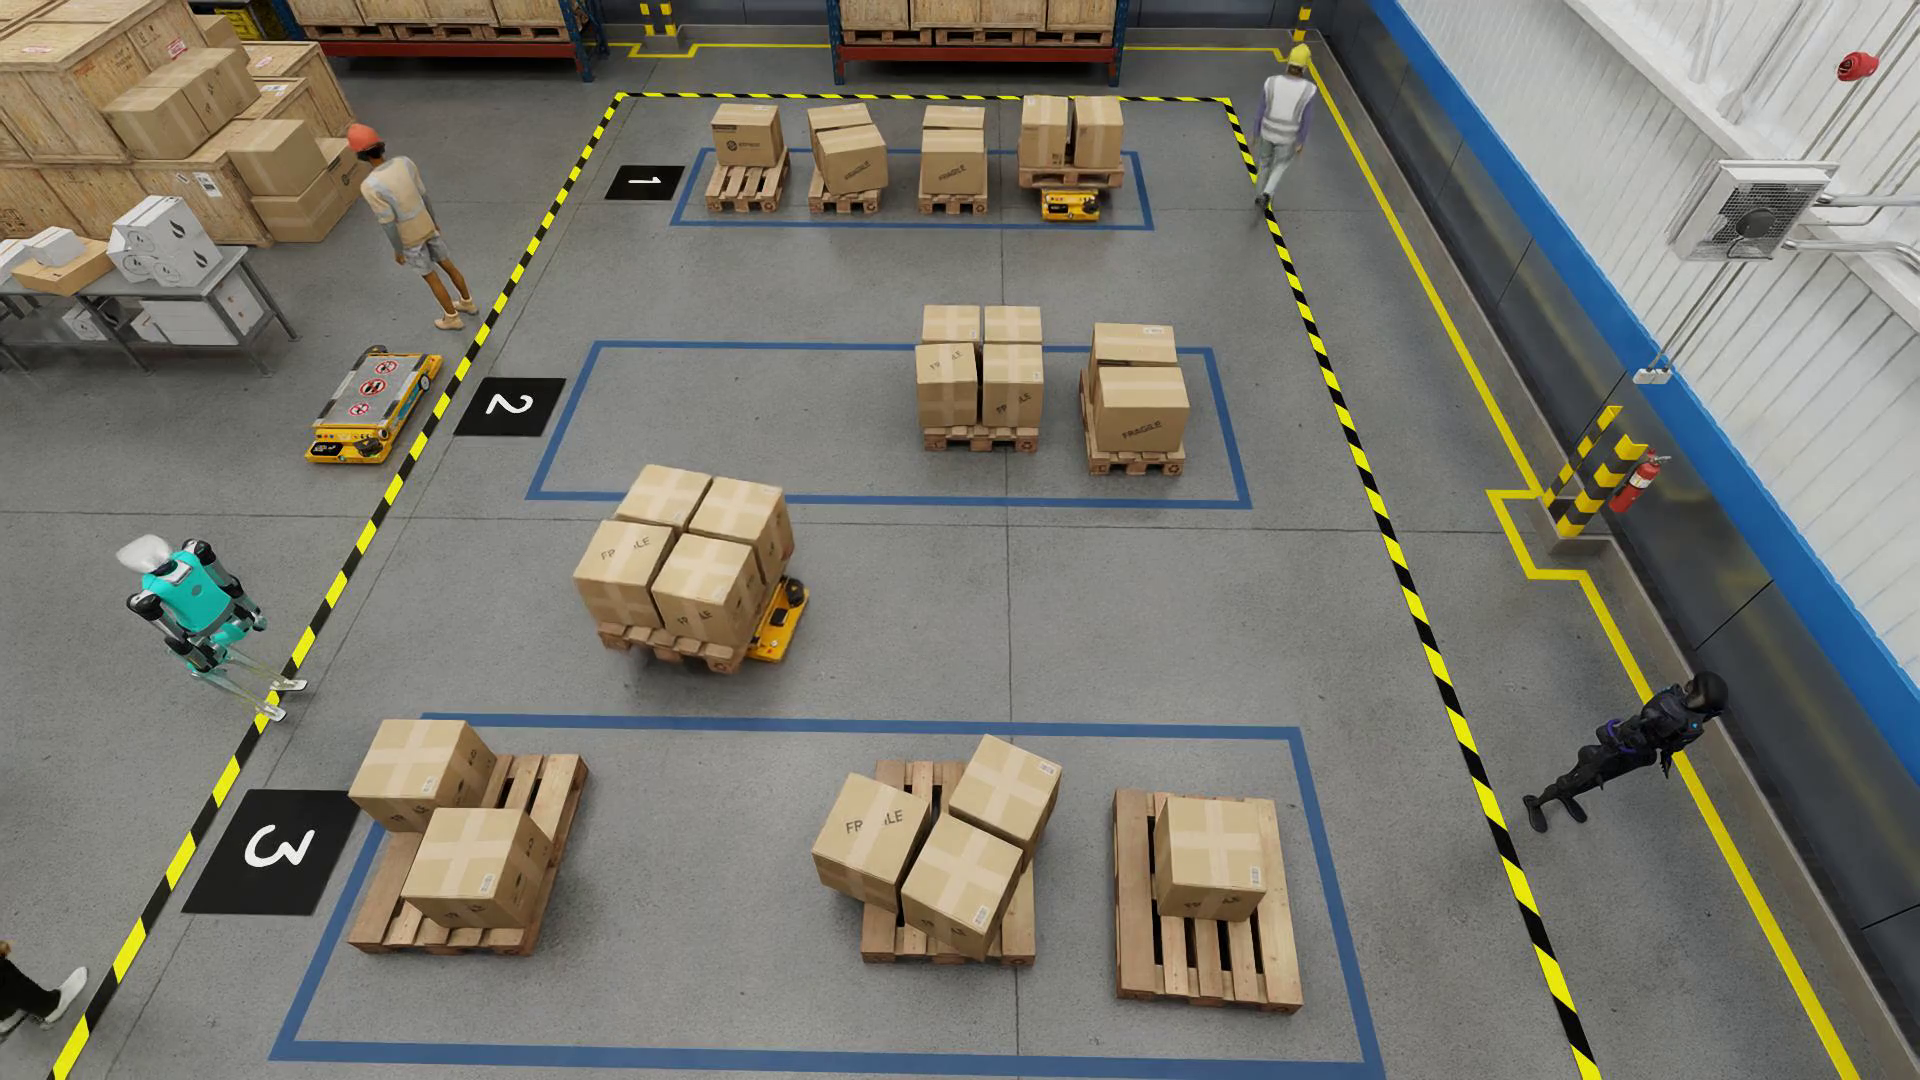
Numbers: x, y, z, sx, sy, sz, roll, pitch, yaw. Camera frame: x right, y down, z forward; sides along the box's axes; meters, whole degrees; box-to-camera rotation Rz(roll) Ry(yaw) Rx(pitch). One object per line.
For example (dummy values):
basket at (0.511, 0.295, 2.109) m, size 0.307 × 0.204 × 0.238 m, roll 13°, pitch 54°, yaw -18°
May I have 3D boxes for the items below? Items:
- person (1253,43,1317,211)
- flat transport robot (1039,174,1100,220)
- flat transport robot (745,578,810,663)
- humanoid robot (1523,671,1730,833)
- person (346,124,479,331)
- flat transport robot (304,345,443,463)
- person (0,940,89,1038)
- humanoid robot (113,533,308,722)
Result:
person at (3.542, -4.524, 10.177) m, size 0.611 × 1.818 × 0.496 m, roll 23°, pitch 54°, yaw 18°
flat transport robot at (1.291, -4.311, 10.996) m, size 0.652 × 0.197 × 1.431 m, roll 1°, pitch 50°, yaw 1°
flat transport robot at (-1.933, 0.475, 6.946) m, size 1.431 × 0.197 × 0.652 m, roll 11°, pitch 51°, yaw 9°
humanoid robot at (3.924, 1.253, 5.377) m, size 0.599 × 1.653 × 0.315 m, roll -7°, pitch 50°, yaw -6°
person at (-5.180, -2.907, 8.669) m, size 0.391 × 2.038 × 0.605 m, roll 14°, pitch 51°, yaw 11°
flat transport robot at (-5.383, -1.269, 8.441) m, size 0.659 × 0.231 × 1.431 m, roll 1°, pitch 50°, yaw 1°
person at (-5.179, 2.058, 4.597) m, size 0.610 × 1.836 × 0.424 m, roll -2°, pitch 50°, yaw -1°
humanoid robot at (-4.861, 0.559, 5.847) m, size 0.735 × 1.673 × 0.533 m, roll 9°, pitch 50°, yaw 8°
